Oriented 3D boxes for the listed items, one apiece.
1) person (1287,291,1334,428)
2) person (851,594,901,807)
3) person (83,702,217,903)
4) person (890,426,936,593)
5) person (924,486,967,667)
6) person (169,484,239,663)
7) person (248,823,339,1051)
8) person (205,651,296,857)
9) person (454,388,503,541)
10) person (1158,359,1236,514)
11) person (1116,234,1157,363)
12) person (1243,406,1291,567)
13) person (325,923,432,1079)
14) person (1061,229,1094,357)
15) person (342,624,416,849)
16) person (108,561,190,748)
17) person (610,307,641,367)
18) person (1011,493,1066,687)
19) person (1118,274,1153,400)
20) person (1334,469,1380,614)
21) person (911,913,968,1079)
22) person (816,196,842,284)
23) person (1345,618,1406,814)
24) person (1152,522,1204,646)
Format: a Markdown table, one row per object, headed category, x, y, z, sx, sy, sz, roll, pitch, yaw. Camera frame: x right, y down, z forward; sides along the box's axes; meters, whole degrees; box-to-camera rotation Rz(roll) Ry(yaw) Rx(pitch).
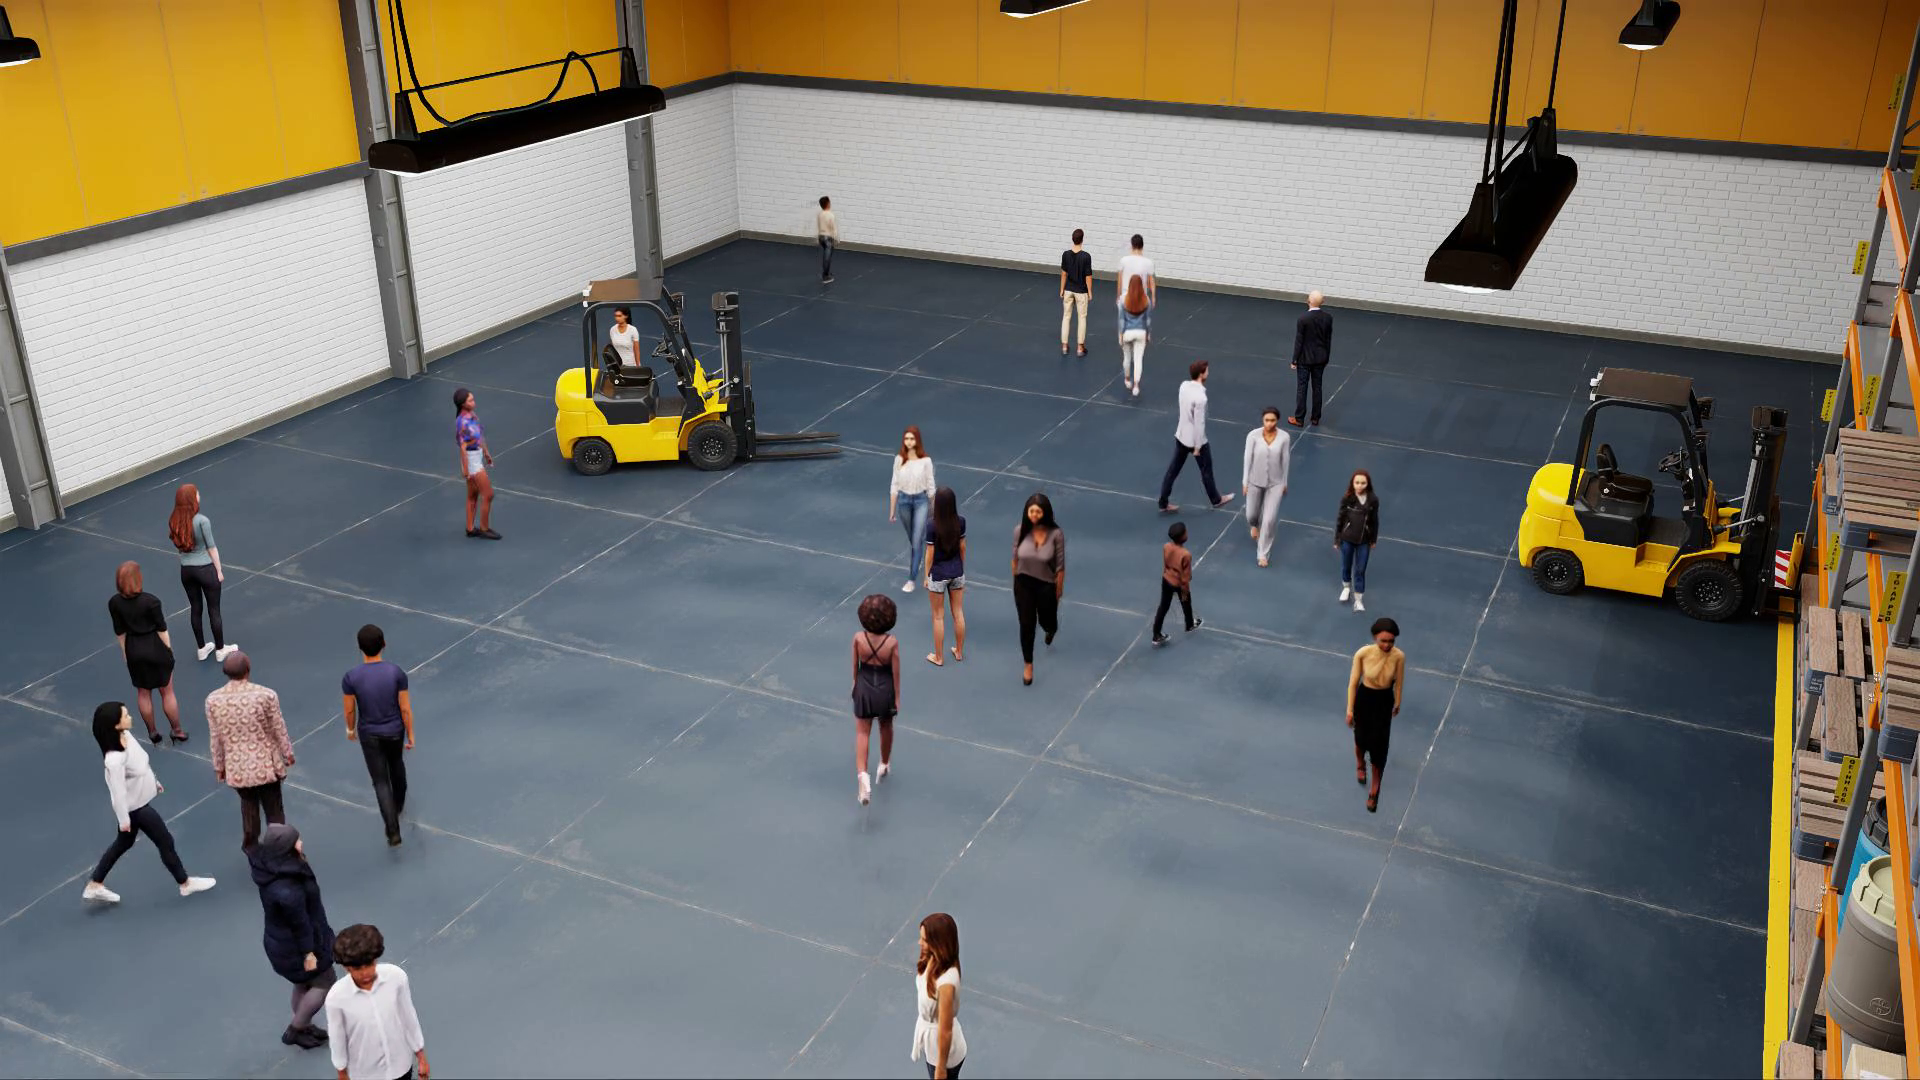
| category | x | y | z | sx | sy | sz | roll | pitch | yaw |
| --- | --- | --- | --- | --- | --- | --- | --- | --- | --- |
| person | 4.556 | -2.354 | 21.569 | 0.766 | 1.801 | 0.804 | -6 | 24 | -13 |
| person | -0.689 | 1.302 | 13.252 | 0.825 | 1.765 | 1.092 | 1 | 24 | 2 |
| person | -6.045 | 1.924 | 11.955 | 1.175 | 1.664 | 1.075 | -10 | 26 | -22 |
| person | -0.463 | -0.370 | 17.184 | 0.728 | 1.679 | 1.181 | 6 | 24 | 14 |
| person | -0.132 | 0.333 | 15.465 | 0.635 | 1.767 | 0.712 | -11 | 26 | -24 |
| person | -7.111 | 0.309 | 15.554 | 0.606 | 1.740 | 0.588 | 5 | 24 | 12 |
| person | -4.264 | 2.558 | 10.505 | 0.825 | 1.662 | 0.794 | -17 | 29 | -34 |
| person | -5.241 | 1.711 | 12.283 | 0.785 | 1.790 | 0.803 | -1 | 24 | -1 |
| person | -5.404 | -0.823 | 18.154 | 0.788 | 1.732 | 0.733 | 0 | 24 | -1 |
| person | 2.528 | -1.127 | 18.759 | 1.261 | 1.803 | 1.149 | -11 | 26 | -23 |
| person | 2.505 | -3.469 | 24.080 | 0.756 | 1.834 | 0.664 | 7 | 25 | 16 |
| person | 3.257 | -0.633 | 17.742 | 0.797 | 1.713 | 1.067 | 4 | 24 | 9 |
| person | -3.342 | 2.920 | 9.508 | 0.705 | 1.797 | 0.801 | -18 | 29 | -35 |
| person | 1.711 | -3.647 | 24.464 | 0.629 | 1.852 | 0.537 | 10 | 26 | 22 |
| person | -4.431 | 1.532 | 12.738 | 1.170 | 1.754 | 1.150 | -12 | 26 | -25 |
| person | -6.886 | 0.970 | 14.083 | 0.658 | 1.706 | 0.644 | 0 | 24 | 0 |
| person | -4.304 | -2.249 | 21.528 | 0.567 | 1.642 | 0.513 | 9 | 25 | 19 |
| person | 0.713 | 0.413 | 15.212 | 0.782 | 1.823 | 0.998 | 5 | 24 | 11 |
| person | 2.381 | -2.732 | 22.603 | 0.893 | 1.665 | 1.208 | 2 | 24 | 4 |
| person | 3.967 | -0.038 | 16.703 | 0.698 | 1.454 | 0.933 | 4 | 24 | 9 |
| person | -0.089 | 2.896 | 9.582 | 0.724 | 1.783 | 0.633 | -4 | 24 | -9 |
| person | -2.308 | -5.082 | 28.247 | 0.604 | 1.450 | 0.663 | 17 | 29 | 34 |
| person | 3.313 | 1.319 | 13.396 | 0.746 | 1.618 | 0.967 | 4 | 24 | 9 |
| person | 2.013 | 0.437 | 15.912 | 0.961 | 1.219 | 0.756 | -19 | 30 | -37 |
